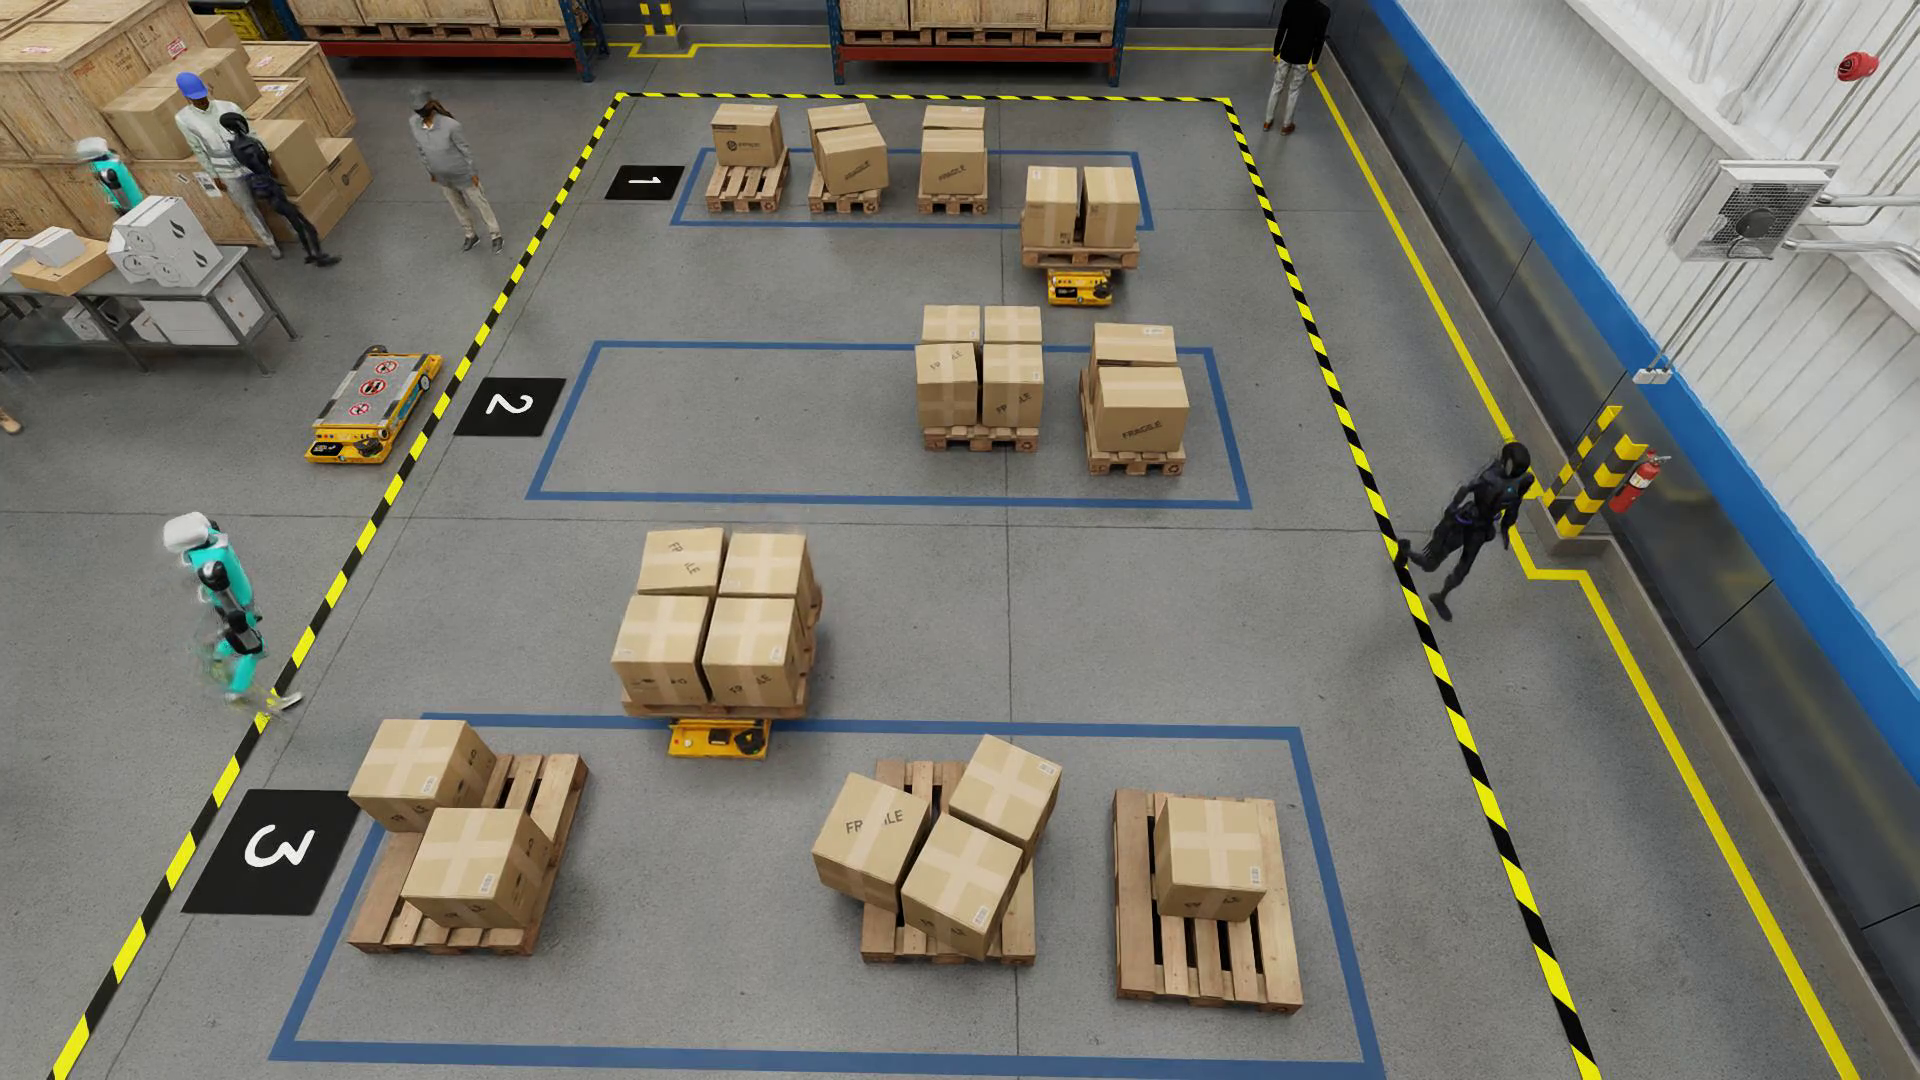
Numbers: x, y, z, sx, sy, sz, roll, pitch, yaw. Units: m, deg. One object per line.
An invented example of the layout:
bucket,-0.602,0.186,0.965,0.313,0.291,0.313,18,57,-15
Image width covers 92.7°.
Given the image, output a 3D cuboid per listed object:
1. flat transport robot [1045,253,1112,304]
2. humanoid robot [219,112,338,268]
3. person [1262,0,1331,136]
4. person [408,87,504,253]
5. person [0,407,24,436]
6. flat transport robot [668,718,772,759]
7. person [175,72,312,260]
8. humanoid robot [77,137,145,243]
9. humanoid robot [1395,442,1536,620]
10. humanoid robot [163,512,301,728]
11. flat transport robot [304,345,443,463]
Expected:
flat transport robot,1.261,-3.057,9.936,0.652,0.197,1.431,1,50,1
humanoid robot,-7.097,-3.610,9.497,0.319,1.654,0.616,-33,57,-25
person,4.188,-6.038,11.419,0.589,1.881,0.379,25,54,20
person,-5.341,-3.892,9.676,0.572,1.768,0.398,5,50,4
person,-8.738,-1.601,7.561,0.394,2.042,0.608,35,58,26
flat transport robot,-1.633,0.878,6.605,0.652,0.197,1.431,1,50,1
person,-7.505,-3.884,9.563,0.602,1.939,0.411,-31,56,-23
humanoid robot,-8.117,-2.940,8.948,0.759,1.863,0.559,-22,53,-18
humanoid robot,3.644,-0.148,6.582,0.602,1.637,0.638,-7,50,-6
humanoid robot,-4.756,0.629,5.910,0.838,1.820,0.539,-27,55,-21
flat transport robot,-5.383,-1.269,8.441,0.659,0.231,1.431,1,50,1
